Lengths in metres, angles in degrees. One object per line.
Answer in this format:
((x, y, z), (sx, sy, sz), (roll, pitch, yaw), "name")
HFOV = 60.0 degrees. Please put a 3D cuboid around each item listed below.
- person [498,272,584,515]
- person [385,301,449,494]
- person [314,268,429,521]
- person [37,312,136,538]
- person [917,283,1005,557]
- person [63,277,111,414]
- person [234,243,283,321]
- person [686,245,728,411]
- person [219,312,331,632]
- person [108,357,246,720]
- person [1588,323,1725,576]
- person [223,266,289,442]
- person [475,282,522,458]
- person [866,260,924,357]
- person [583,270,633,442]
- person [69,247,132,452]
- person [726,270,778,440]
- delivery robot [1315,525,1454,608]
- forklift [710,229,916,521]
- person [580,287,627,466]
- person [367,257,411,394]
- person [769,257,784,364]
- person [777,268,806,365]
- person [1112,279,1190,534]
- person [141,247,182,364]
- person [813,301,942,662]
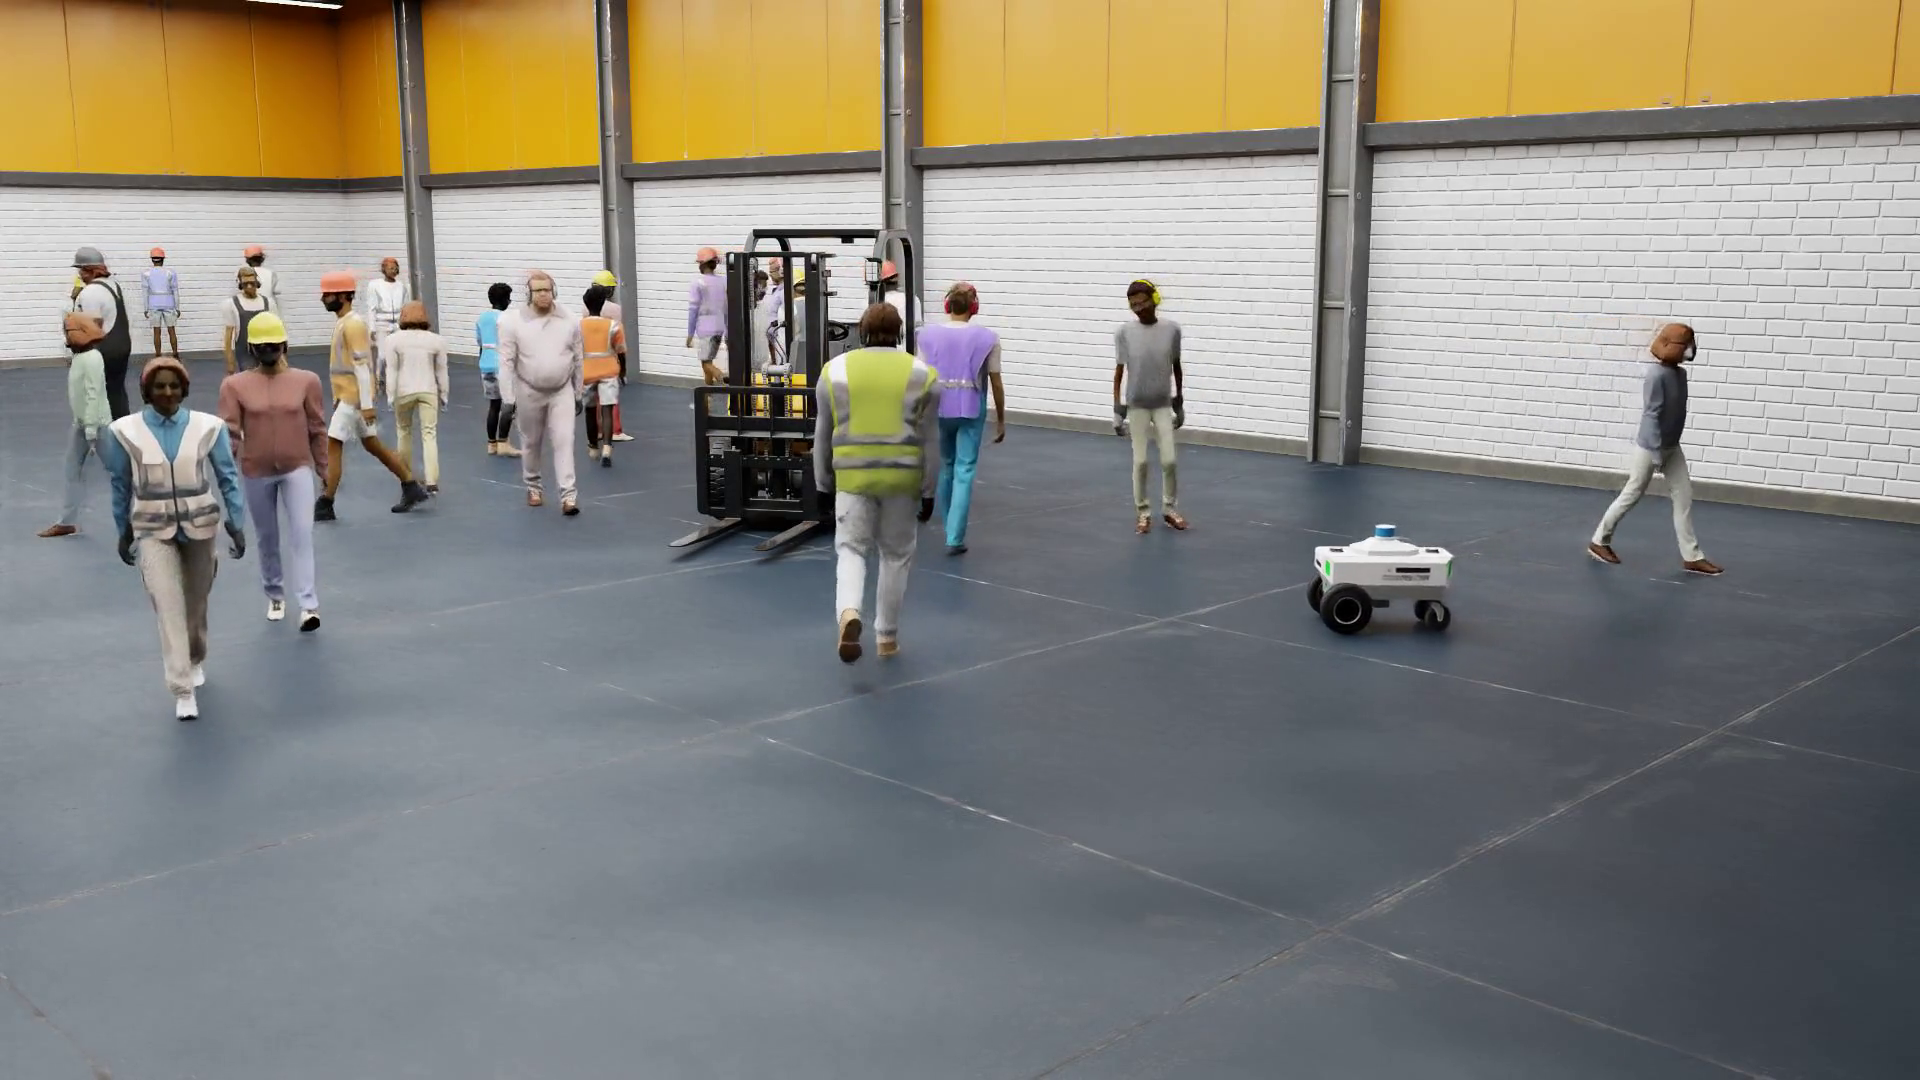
((-3.221, -1.130, 12.840), (0.665, 1.849, 1.011), (-4, 11, -21), "person")
((-4.553, -1.202, 13.954), (0.512, 1.581, 0.834), (-4, 11, -23), "person")
((-4.540, -1.101, 12.577), (0.987, 1.897, 0.560), (-5, 11, -24), "person")
((-6.159, -0.830, 11.886), (0.832, 1.597, 0.510), (-9, 14, -40), "person")
((0.025, -0.836, 11.326), (0.581, 1.802, 0.931), (2, 11, 12), "person")
((-9.604, -2.092, 18.458), (0.880, 1.698, 0.503), (4, 11, 23), "person")
((-9.623, -3.056, 22.867), (0.517, 2.030, 0.616), (10, 14, 42), "person")
((-2.939, -2.512, 19.930), (0.896, 2.020, 0.614), (7, 13, 34), "person")
((-3.693, -0.360, 8.979), (0.558, 1.717, 0.893), (-5, 11, -23), "person")
((-3.563, -0.042, 7.592), (0.530, 1.592, 0.879), (-6, 12, -30), "person")
((4.456, -0.593, 10.625), (0.515, 1.587, 0.859), (-9, 14, -40), "person")
((-7.042, -1.816, 16.654), (0.415, 1.829, 0.537), (10, 14, 43), "person")
((-4.449, -1.627, 15.992), (0.612, 1.677, 0.444), (8, 13, 36), "person")
((-0.617, -1.738, 16.009), (0.587, 1.898, 0.481), (-2, 11, -13), "person")
((-3.664, -1.899, 17.246), (0.523, 1.769, 0.317), (6, 12, 29), "person")
((-8.446, -1.868, 16.330), (0.539, 2.000, 0.694), (0, 10, 2), "person")
((-1.940, -1.553, 15.209), (0.798, 1.838, 0.520), (10, 14, 43), "person")
((2.310, 0.160, 9.068), (0.707, 0.478, 0.477), (0, 10, 2), "delivery robot")
((-1.050, -1.319, 12.920), (1.214, 2.155, 2.313), (2, 11, 13), "forklift")
((-3.378, -1.531, 15.549), (0.539, 1.655, 0.862), (-2, 11, -13), "person")
((-7.561, -2.822, 22.065), (0.577, 1.854, 0.859), (-6, 12, -30), "person")
((-1.909, -2.082, 17.876), (0.407, 1.904, 0.639), (-2, 11, -10), "person")
((-1.536, -1.686, 15.934), (0.403, 1.823, 0.588), (10, 14, 43), "person")
((1.345, -0.941, 11.845), (0.555, 1.829, 0.464), (-1, 10, -5), "person")
((-13.172, -3.852, 27.440), (0.551, 1.933, 0.376), (-4, 11, -23), "person")
((-0.410, -0.259, 8.195), (0.645, 1.813, 0.651), (0, 10, 2), "person")
